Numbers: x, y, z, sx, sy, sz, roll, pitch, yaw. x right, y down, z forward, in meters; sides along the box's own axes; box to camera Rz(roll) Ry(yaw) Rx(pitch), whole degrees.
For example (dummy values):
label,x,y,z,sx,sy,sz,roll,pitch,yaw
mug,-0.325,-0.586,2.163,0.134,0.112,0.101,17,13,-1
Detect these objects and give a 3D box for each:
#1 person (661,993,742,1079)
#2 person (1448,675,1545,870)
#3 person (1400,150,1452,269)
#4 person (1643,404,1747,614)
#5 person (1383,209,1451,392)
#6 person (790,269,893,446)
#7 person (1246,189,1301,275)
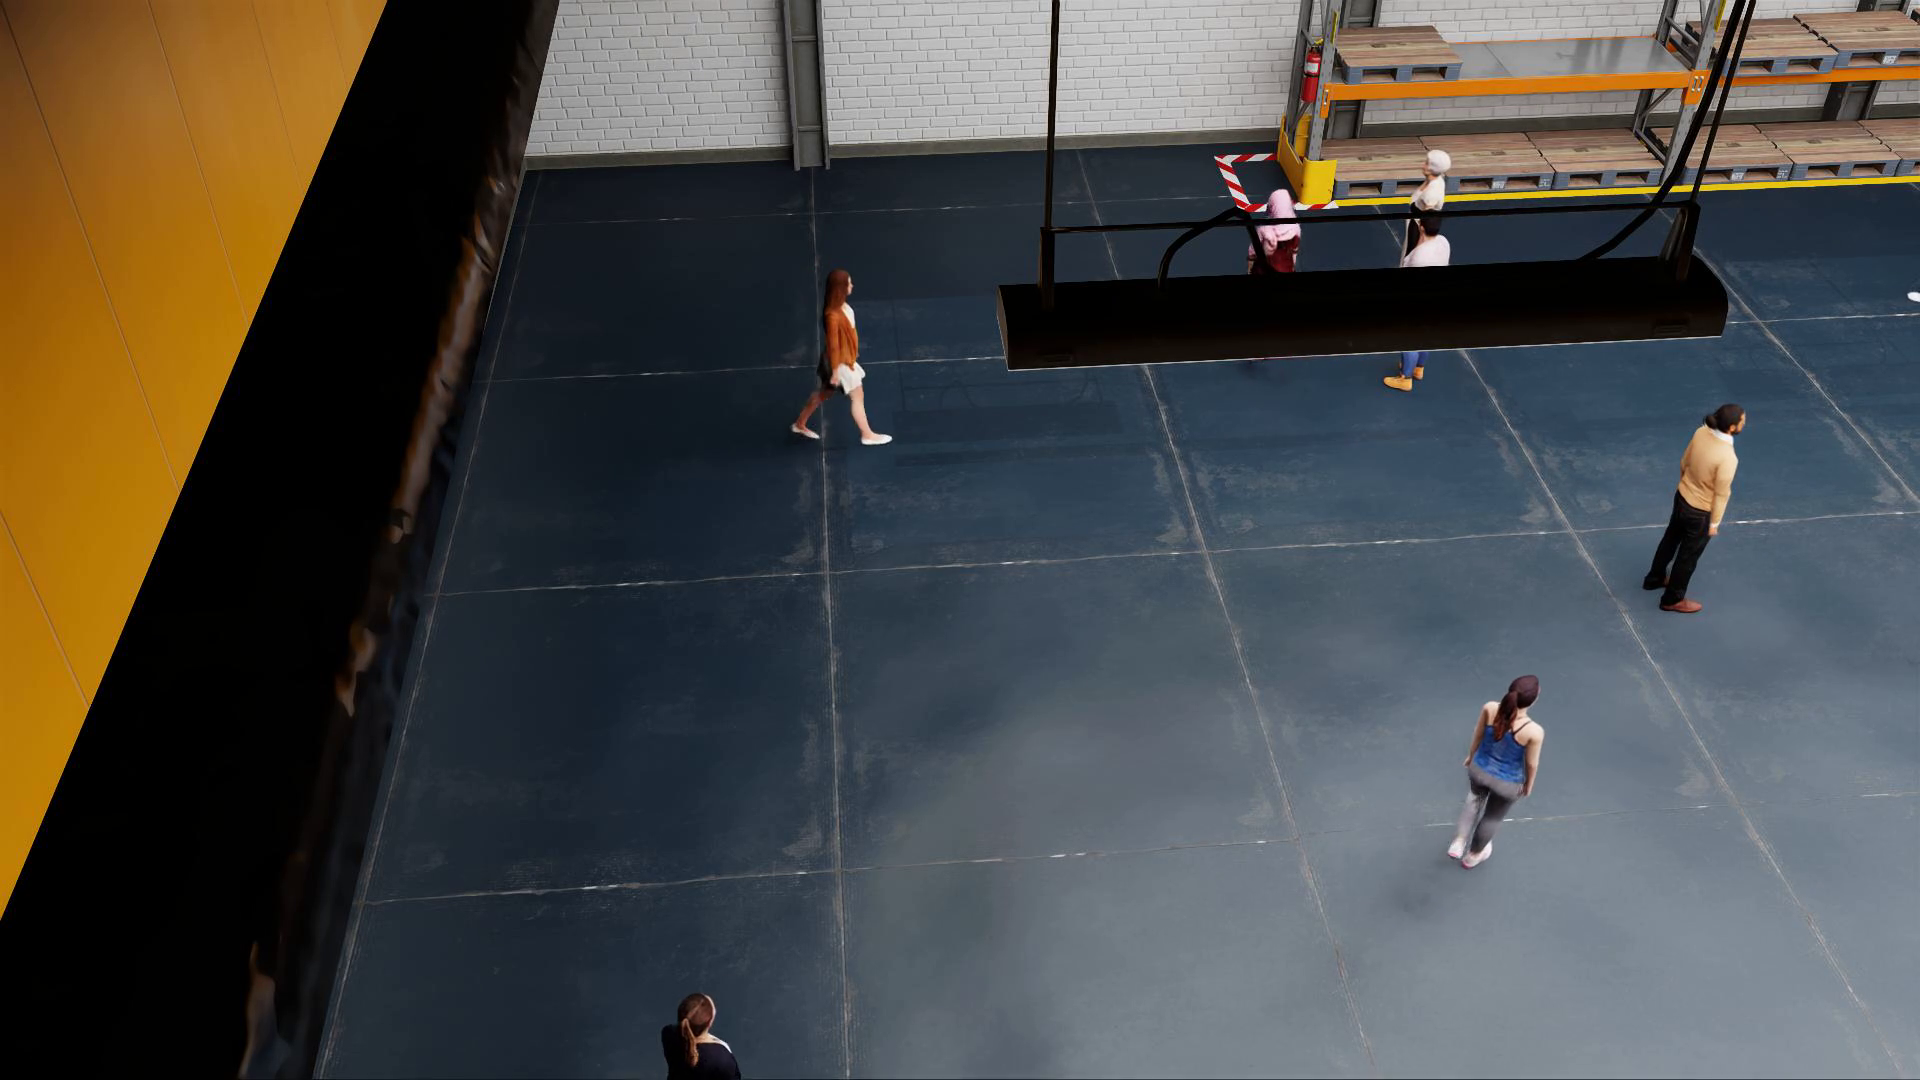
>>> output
label,x,y,z,sx,sy,sz,roll,pitch,yaw
person,-1.332,2.923,8.336,1.108,1.654,1.079,20,43,23
person,3.253,1.467,10.203,0.723,1.598,0.781,31,48,33
person,4.291,-2.786,15.403,0.670,1.755,0.698,12,40,15
person,5.423,-0.255,12.237,0.578,1.752,0.670,-6,39,-7
person,4.045,-2.120,14.581,0.857,1.741,0.790,29,47,31
person,-1.096,-1.495,13.839,1.087,1.690,0.635,-5,39,-6
person,2.823,-2.378,14.995,0.628,1.627,0.706,-2,39,-3
